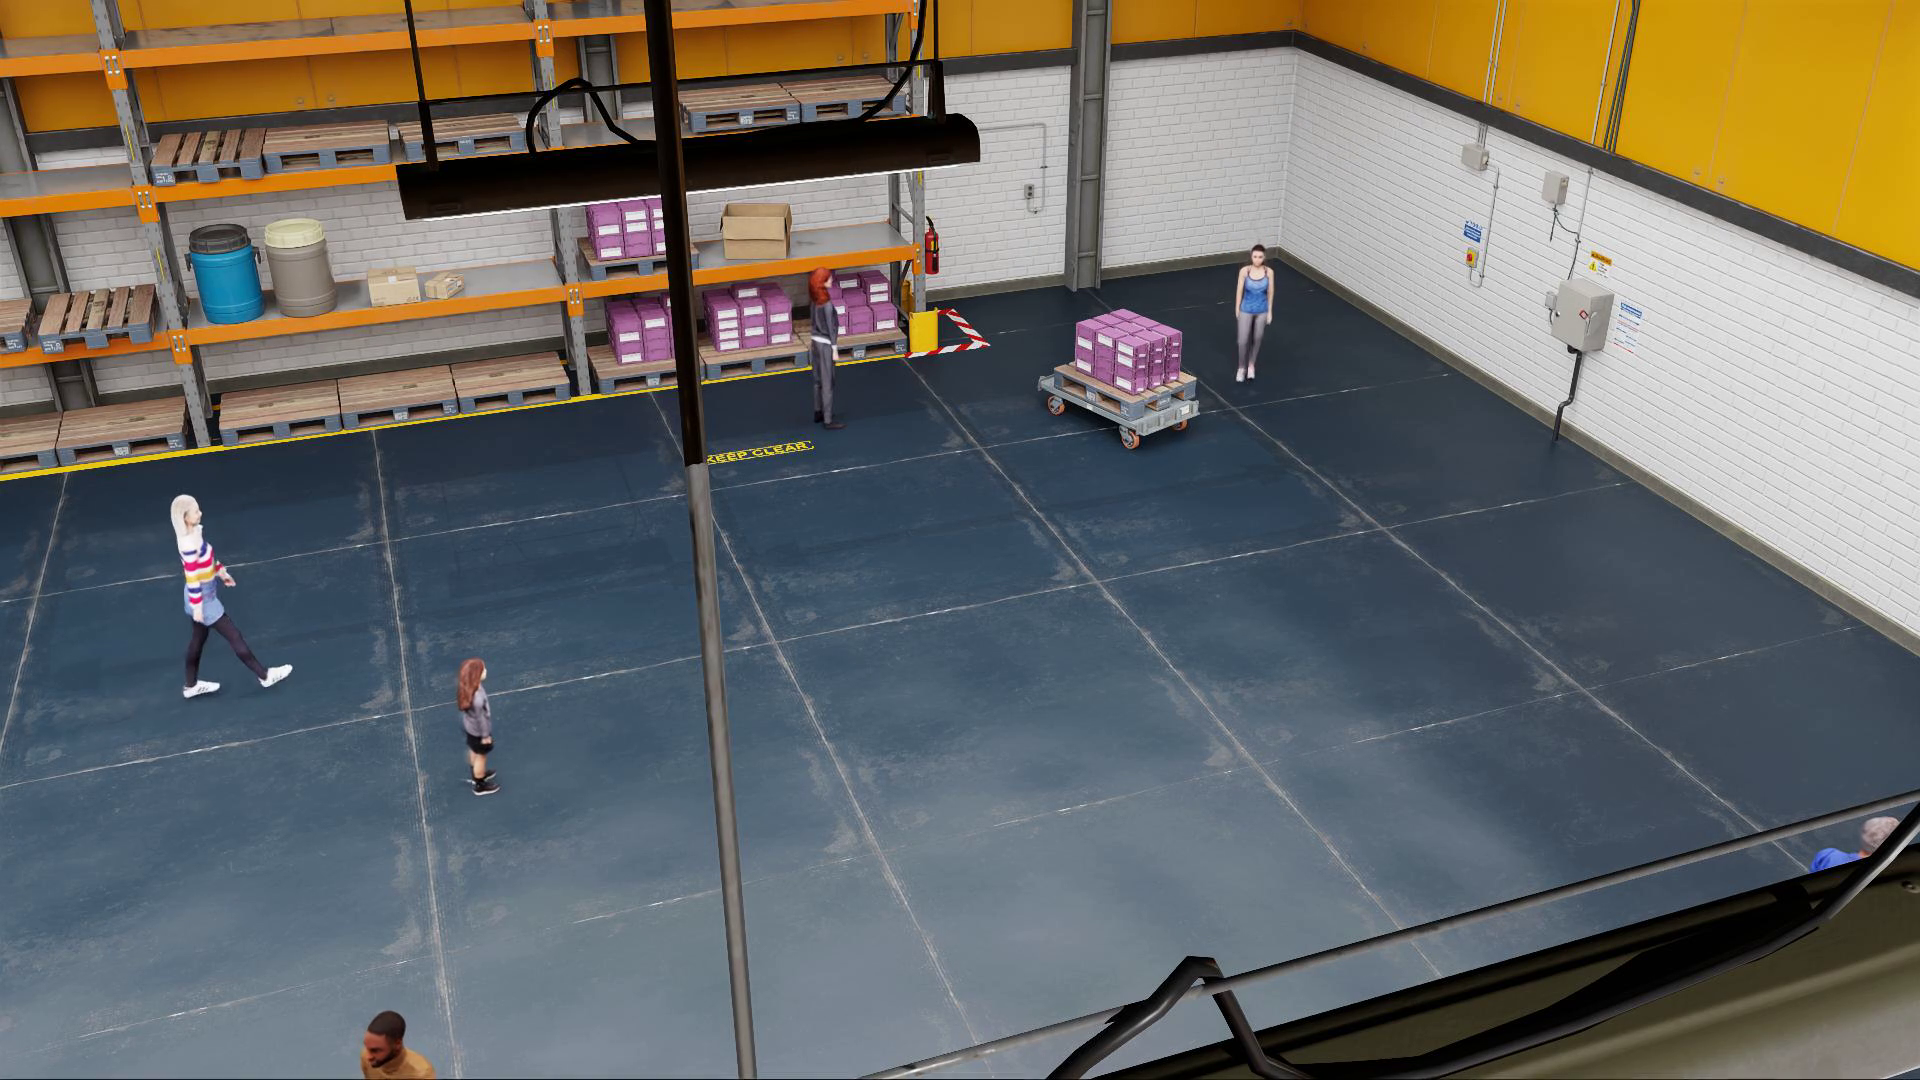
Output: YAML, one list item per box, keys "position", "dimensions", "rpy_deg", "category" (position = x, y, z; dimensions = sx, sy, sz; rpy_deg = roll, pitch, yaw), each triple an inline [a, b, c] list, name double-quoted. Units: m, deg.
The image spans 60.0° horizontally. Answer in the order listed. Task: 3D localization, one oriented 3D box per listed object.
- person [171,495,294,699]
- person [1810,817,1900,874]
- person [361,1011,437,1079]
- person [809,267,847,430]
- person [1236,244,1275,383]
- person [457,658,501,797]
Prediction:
- position: [-6.030, 0.477, 13.039]
  dimensions: [1.071, 1.766, 0.699]
  rpy_deg: [-12, 31, -21]
  category: "person"
- position: [5.039, 2.357, 9.532]
  dimensions: [0.631, 1.825, 0.765]
  rpy_deg: [-17, 33, -28]
  category: "person"
- position: [-2.714, 3.028, 8.316]
  dimensions: [0.704, 1.812, 0.745]
  rpy_deg: [16, 32, 27]
  category: "person"
- position: [-1.439, -2.045, 17.650]
  dimensions: [0.543, 1.779, 0.623]
  rpy_deg: [-16, 32, -26]
  category: "person"
- position: [3.338, -2.602, 18.860]
  dimensions: [0.684, 1.597, 0.740]
  rpy_deg: [2, 29, 4]
  category: "person"
- position: [-3.530, 1.343, 12.144]
  dimensions: [0.459, 1.103, 0.480]
  rpy_deg: [-12, 31, -21]
  category: "person"
